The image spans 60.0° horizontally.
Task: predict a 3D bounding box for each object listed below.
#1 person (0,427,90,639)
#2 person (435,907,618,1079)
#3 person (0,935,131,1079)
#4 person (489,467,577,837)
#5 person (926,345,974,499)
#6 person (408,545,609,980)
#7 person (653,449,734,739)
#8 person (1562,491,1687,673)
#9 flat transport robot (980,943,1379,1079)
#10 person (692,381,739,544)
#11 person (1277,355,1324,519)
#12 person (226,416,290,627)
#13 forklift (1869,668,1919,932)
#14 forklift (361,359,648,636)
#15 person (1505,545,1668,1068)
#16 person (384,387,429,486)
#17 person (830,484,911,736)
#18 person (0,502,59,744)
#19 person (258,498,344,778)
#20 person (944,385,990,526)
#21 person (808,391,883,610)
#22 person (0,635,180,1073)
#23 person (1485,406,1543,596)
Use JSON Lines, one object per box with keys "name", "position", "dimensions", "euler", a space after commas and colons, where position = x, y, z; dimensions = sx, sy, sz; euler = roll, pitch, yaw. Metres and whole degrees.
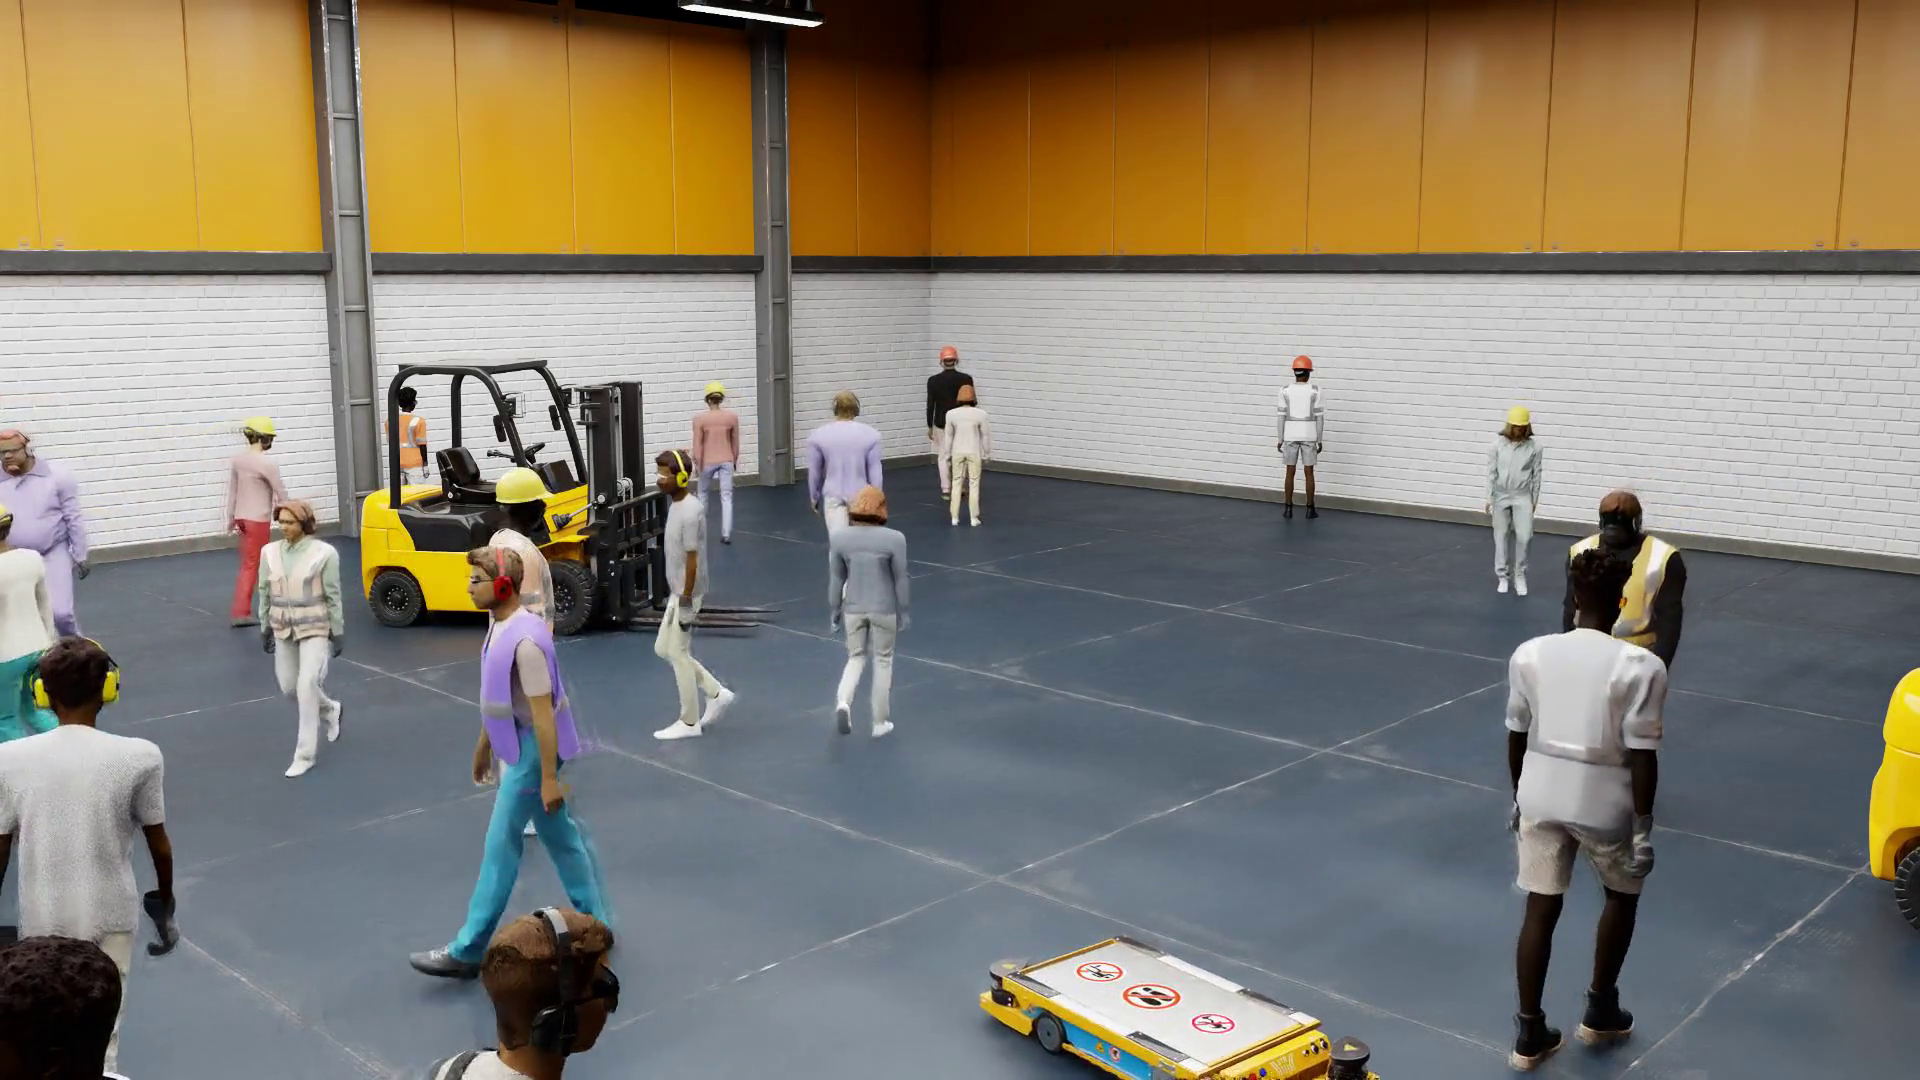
{"name": "person", "position": [-6.466, 0.131, 11.620], "dimensions": [0.669, 1.875, 0.535], "euler": [-2, 10, -14]}
{"name": "person", "position": [-0.728, 1.553, 3.062], "dimensions": [0.604, 1.822, 0.514], "euler": [-6, 11, -34]}
{"name": "person", "position": [-1.381, 1.558, 2.736], "dimensions": [0.398, 1.920, 0.590], "euler": [-6, 11, -32]}
{"name": "person", "position": [-2.265, 0.581, 8.691], "dimensions": [0.363, 1.930, 0.587], "euler": [-6, 11, -30]}
{"name": "person", "position": [-0.122, -1.485, 21.180], "dimensions": [0.634, 1.982, 0.539], "euler": [-1, 9, -7]}
{"name": "person", "position": [-1.896, 0.923, 6.939], "dimensions": [0.912, 1.809, 0.604], "euler": [-4, 10, -22]}
{"name": "person", "position": [-1.718, 0.342, 10.406], "dimensions": [0.440, 1.846, 0.538], "euler": [-3, 10, -16]}
{"name": "person", "position": [3.470, 0.634, 8.799], "dimensions": [0.622, 1.791, 0.944], "euler": [6, 11, 31]}
{"name": "flat transport robot", "position": [0.777, 1.815, 6.195], "dimensions": [0.652, 0.197, 1.431], "euler": [-7, 12, -38]}
{"name": "person", "position": [-2.668, -0.844, 18.017], "dimensions": [0.540, 1.743, 0.775], "euler": [-4, 10, -22]}
{"name": "person", "position": [4.030, -1.214, 19.694], "dimensions": [0.542, 1.931, 0.375], "euler": [3, 10, 17]}
{"name": "person", "position": [-5.798, -0.161, 13.878], "dimensions": [0.529, 1.726, 0.798], "euler": [7, 11, 35]}
{"name": "forklift", "position": [5.205, 0.723, 7.013], "dimensions": [2.313, 2.155, 1.214], "euler": [9, 13, 43]}
{"name": "forklift", "position": [-3.850, -0.407, 13.936], "dimensions": [2.313, 2.155, 1.214], "euler": [2, 9, 11]}
{"name": "person", "position": [2.336, 0.986, 6.230], "dimensions": [0.632, 1.918, 0.759], "euler": [8, 12, 42]}
{"name": "person", "position": [-5.940, -0.801, 17.908], "dimensions": [0.531, 1.690, 0.322], "euler": [4, 10, 21]}
{"name": "person", "position": [-0.583, 0.463, 10.393], "dimensions": [0.504, 1.617, 0.482], "euler": [2, 10, 15]}
{"name": "person", "position": [-5.043, 0.623, 8.951], "dimensions": [0.556, 1.747, 0.558], "euler": [2, 10, 14]}
{"name": "person", "position": [-3.881, 0.542, 9.891], "dimensions": [0.525, 1.614, 0.690], "euler": [2, 9, 11]}
{"name": "person", "position": [0.075, -0.969, 19.125], "dimensions": [0.516, 1.632, 0.305], "euler": [2, 9, 12]}
{"name": "person", "position": [-1.009, -0.369, 14.658], "dimensions": [0.651, 1.884, 1.012], "euler": [0, 9, -2]}
{"name": "person", "position": [-2.737, 1.195, 5.234], "dimensions": [0.510, 1.821, 0.892], "euler": [-2, 9, -11]}
{"name": "person", "position": [4.995, -0.353, 15.048], "dimensions": [0.482, 1.719, 0.555], "euler": [3, 10, 17]}
